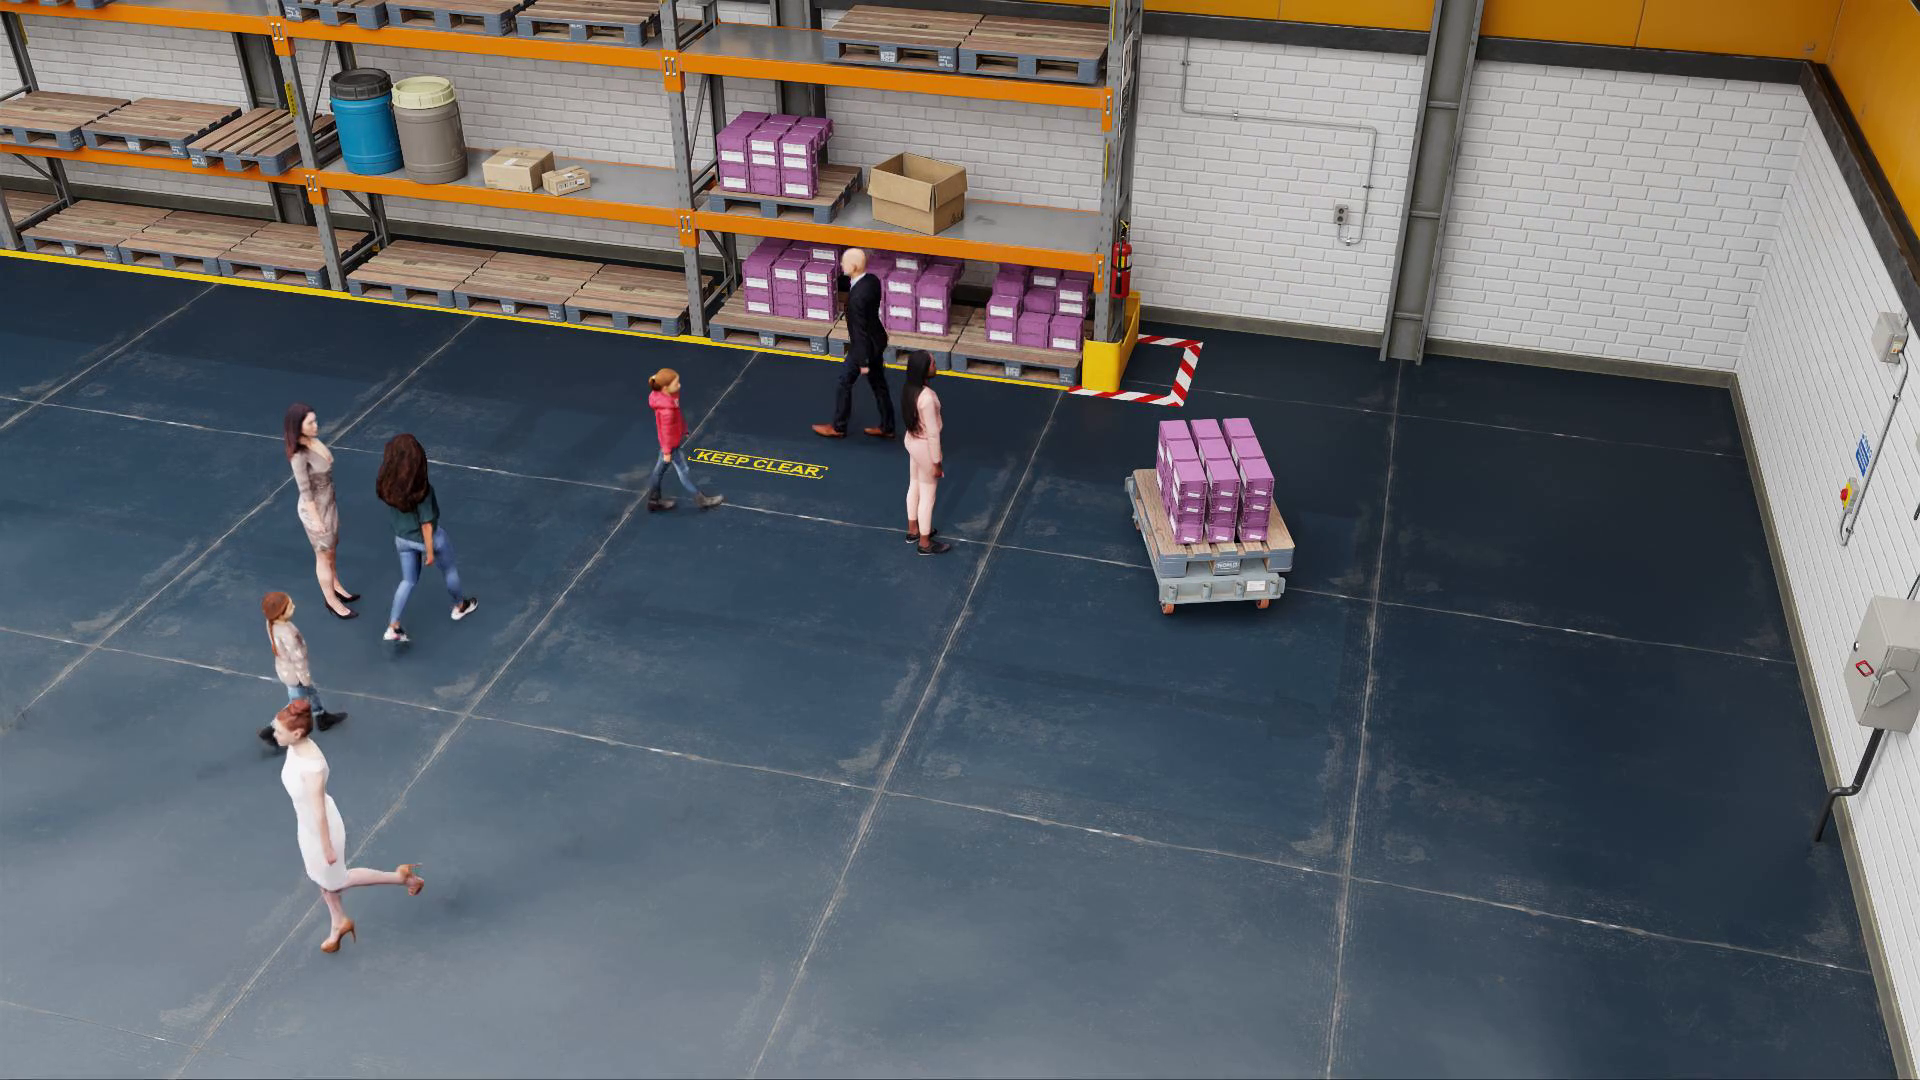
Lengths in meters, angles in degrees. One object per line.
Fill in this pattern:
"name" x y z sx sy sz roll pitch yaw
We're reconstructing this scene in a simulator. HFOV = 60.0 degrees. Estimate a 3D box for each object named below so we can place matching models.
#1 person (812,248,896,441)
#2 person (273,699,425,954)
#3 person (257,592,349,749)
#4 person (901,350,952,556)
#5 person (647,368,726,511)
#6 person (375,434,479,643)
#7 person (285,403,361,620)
"person" -0.724 -1.631 14.172 0.943 1.772 0.699 11 35 15
"person" -3.469 1.601 9.306 0.956 1.776 0.923 -21 39 -28
"person" -4.445 0.861 10.960 0.834 1.178 0.811 -22 39 -29
"person" -0.284 -0.678 12.784 0.732 1.721 0.699 -13 36 -19
"person" -2.392 -0.778 13.325 0.931 1.288 0.739 -6 34 -8
"person" -3.917 0.024 11.847 0.979 1.588 0.713 13 36 19
"person" -4.646 -0.218 12.071 0.647 1.744 0.661 -5 34 -8
